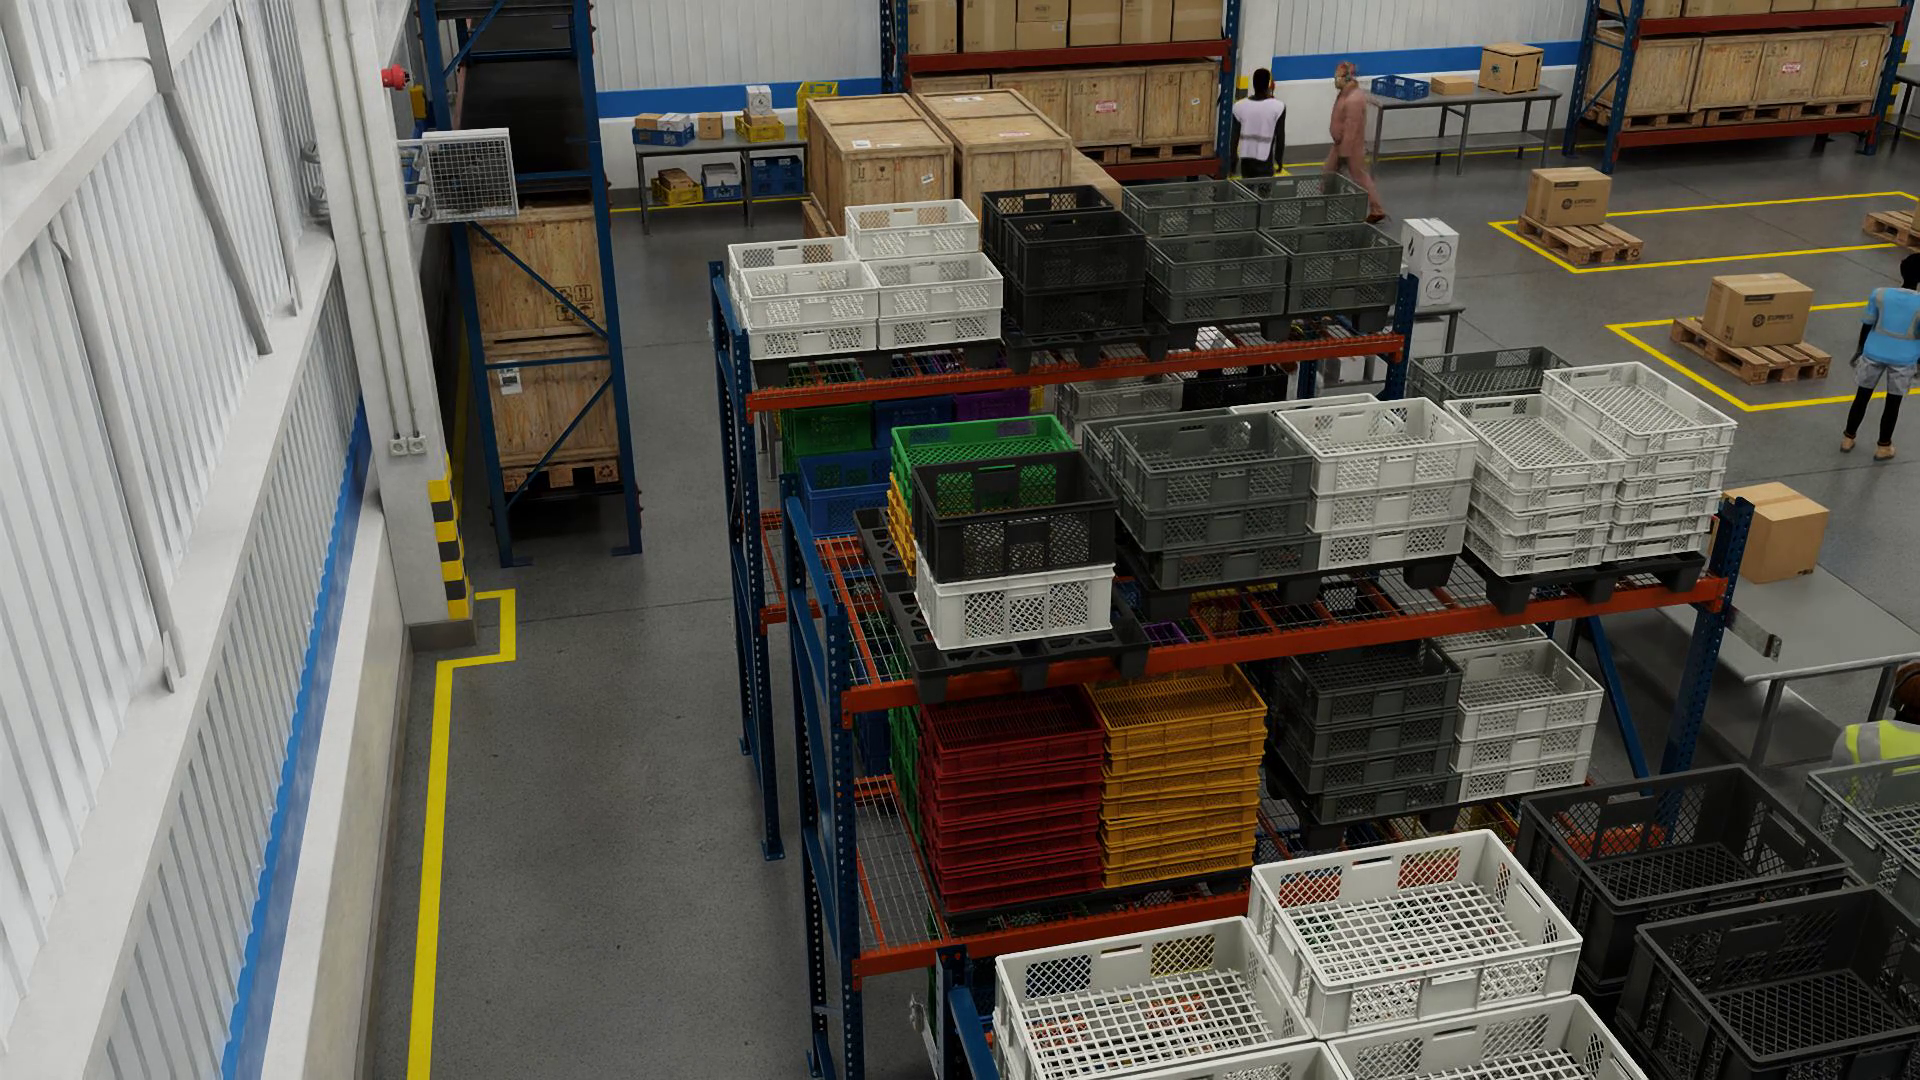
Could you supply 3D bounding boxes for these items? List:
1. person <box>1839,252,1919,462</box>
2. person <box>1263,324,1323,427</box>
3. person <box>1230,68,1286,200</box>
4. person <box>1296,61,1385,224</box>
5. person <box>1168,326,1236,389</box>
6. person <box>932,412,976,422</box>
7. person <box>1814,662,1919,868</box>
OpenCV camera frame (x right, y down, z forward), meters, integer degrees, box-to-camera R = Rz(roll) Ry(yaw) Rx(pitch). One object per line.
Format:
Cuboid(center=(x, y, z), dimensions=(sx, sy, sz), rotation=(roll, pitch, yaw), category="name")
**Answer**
Cuboid(center=(7.422, -1.464, 13.280), dimensions=(0.575, 1.689, 0.321), rotation=(24, 36, 38), category="person")
Cuboid(center=(2.194, -0.612, 11.480), dimensions=(0.526, 1.871, 0.329), rotation=(8, 29, 15), category="person")
Cuboid(center=(3.240, -4.203, 18.253), dimensions=(0.596, 1.899, 0.720), rotation=(12, 30, 22), category="person")
Cuboid(center=(4.427, -4.501, 18.883), dimensions=(1.005, 1.854, 0.655), rotation=(-1, 28, -3), category="person")
Cuboid(center=(1.744, -0.976, 12.161), dimensions=(0.579, 1.877, 0.346), rotation=(22, 35, 36), category="person")
Cuboid(center=(0.000, -0.119, 10.474), dimensions=(0.627, 1.934, 0.371), rotation=(19, 33, 32), category="person")
Cuboid(center=(4.255, 1.392, 7.719), dimensions=(0.630, 1.836, 0.430), rotation=(5, 28, 10), category="person")
